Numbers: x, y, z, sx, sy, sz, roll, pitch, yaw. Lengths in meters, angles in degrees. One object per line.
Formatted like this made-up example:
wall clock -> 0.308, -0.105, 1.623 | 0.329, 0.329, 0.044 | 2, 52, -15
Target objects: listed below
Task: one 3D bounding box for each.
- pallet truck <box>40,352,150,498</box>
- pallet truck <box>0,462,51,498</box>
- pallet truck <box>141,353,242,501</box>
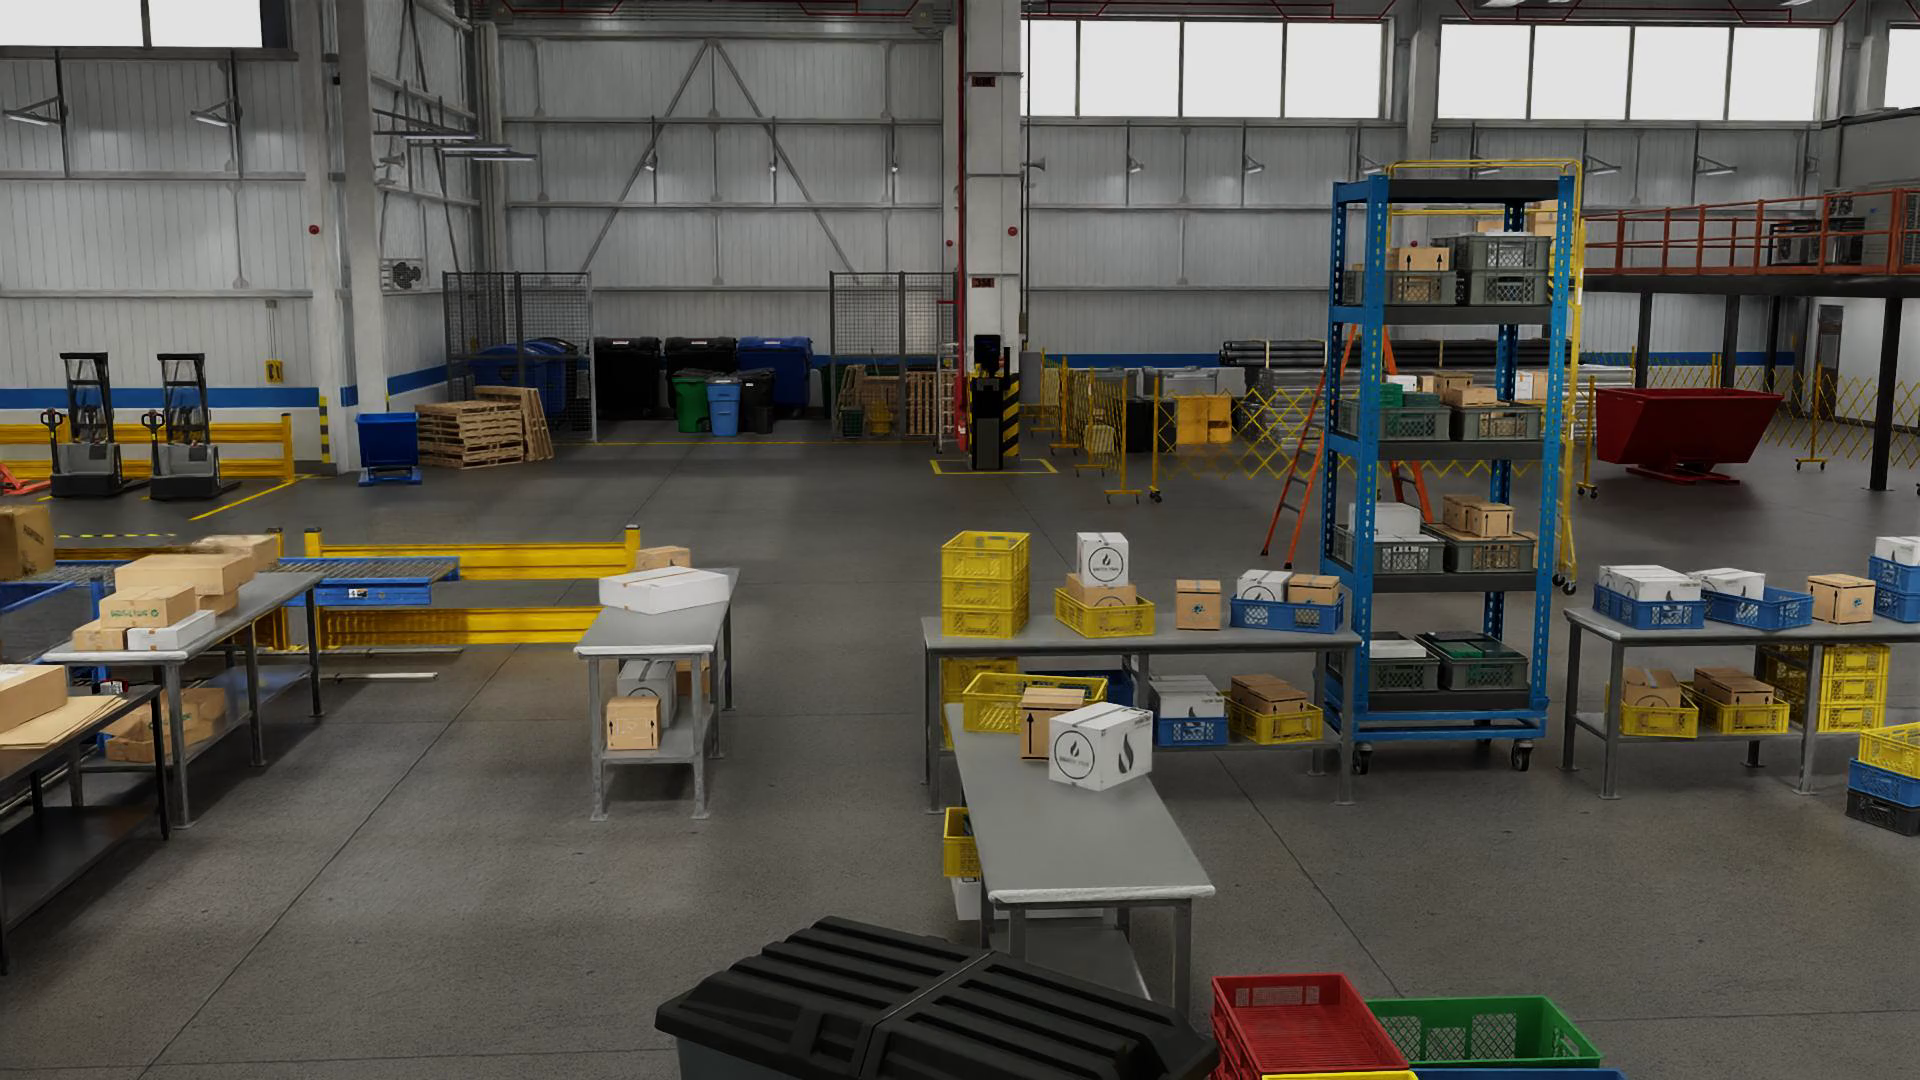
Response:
pallet truck -> -11.907, -1.642, 23.165 | 0.823, 1.965, 1.885 | 0, 9, 0
pallet truck -> -13.193, -1.293, 23.148 | 0.653, 1.274, 1.630 | -1, 9, -4
pallet truck -> -10.520, -1.604, 22.925 | 0.823, 1.965, 1.885 | -1, 9, -6
